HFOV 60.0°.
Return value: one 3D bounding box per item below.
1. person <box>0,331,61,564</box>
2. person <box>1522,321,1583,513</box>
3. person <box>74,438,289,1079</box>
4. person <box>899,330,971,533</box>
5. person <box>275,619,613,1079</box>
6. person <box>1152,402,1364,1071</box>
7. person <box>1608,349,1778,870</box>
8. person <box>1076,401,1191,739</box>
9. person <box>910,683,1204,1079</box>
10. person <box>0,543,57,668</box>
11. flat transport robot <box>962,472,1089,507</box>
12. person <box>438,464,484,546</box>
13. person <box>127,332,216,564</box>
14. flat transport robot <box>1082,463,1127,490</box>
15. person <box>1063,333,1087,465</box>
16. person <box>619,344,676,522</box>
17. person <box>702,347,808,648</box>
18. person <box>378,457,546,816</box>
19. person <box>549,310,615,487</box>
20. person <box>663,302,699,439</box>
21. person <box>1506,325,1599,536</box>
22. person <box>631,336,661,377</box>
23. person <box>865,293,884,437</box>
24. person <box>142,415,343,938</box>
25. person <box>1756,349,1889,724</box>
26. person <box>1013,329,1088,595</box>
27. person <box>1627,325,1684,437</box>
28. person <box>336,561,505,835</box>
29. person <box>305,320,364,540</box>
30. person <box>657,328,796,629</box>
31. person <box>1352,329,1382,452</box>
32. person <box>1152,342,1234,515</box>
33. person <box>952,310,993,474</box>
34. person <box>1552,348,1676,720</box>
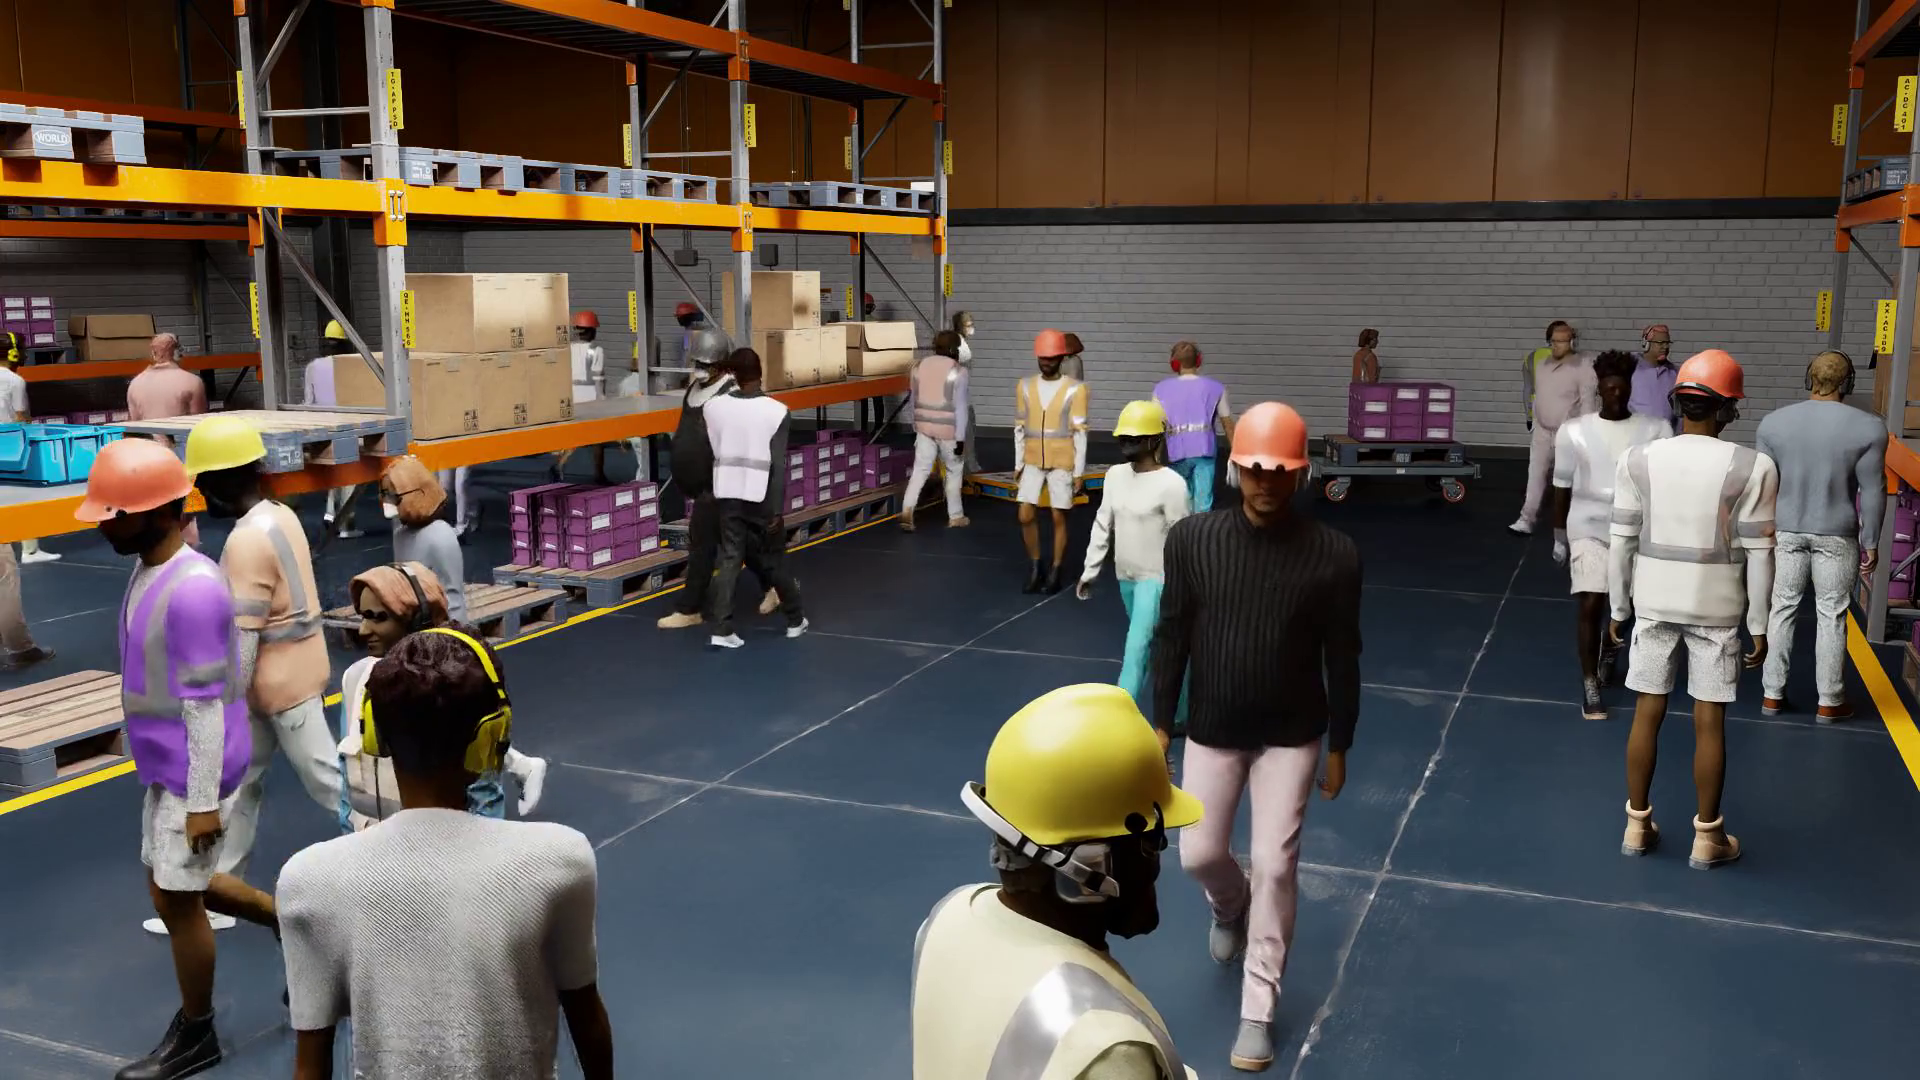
[{"bbox_3d":[-7.491,-0.719,13.164,0.553,1.855,0.455,6,11,32],"label":"person"},{"bbox_3d":[5.713,-1.176,15.965,0.627,1.847,0.429,9,13,44],"label":"person"},{"bbox_3d":[-2.157,0.635,4.817,0.654,1.903,0.545,-8,12,-38],"label":"person"},{"bbox_3d":[-0.223,-0.960,14.801,0.668,1.810,0.891,5,11,30],"label":"person"},{"bbox_3d":[-0.803,1.041,2.645,0.502,1.832,0.955,0,9,1],"label":"person"},{"bbox_3d":[0.908,0.551,5.089,0.632,1.976,0.696,3,10,17],"label":"person"},{"bbox_3d":[2.896,0.270,6.598,0.614,2.041,0.393,7,12,38],"label":"person"},{"bbox_3d":[0.827,0.199,8.006,0.898,1.725,0.531,-6,11,-34],"label":"person"},{"bbox_3d":[0.148,1.090,2.265,0.404,1.832,0.600,-4,10,-21],"label":"person"},{"bbox_3d":[-5.759,-0.154,9.480,0.615,1.956,0.990,4,10,24],"label":"person"},{"bbox_3d":[0.616,-0.523,16.763,0.652,0.197,1.431,-6,11,-32],"label":"flat transport robot"},{"bbox_3d":[-4.244,-0.835,14.183,0.538,1.744,0.688,2,10,15],"label":"person"},{"bbox_3d":[-5.976,-0.635,12.602,0.641,1.873,0.888,3,10,18],"label":"person"},{"bbox_3d":[1.343,-0.651,17.536,1.431,0.197,0.652,-6,11,-32],"label":"flat transport robot"},{"bbox_3d":[1.260,-1.485,18.520,0.323,1.621,0.501,1,9,5],"label":"person"},{"bbox_3d":[-2.837,-0.941,14.993,0.490,1.697,0.911,4,10,24],"label":"person"},{"bbox_3d":[-1.304,-0.266,10.408,0.594,1.869,0.807,2,10,12],"label":"person"},{"bbox_3d":[-2.060,0.452,6.786,0.587,1.612,0.522,-9,13,-43],"label":"person"},{"bbox_3d":[-3.934,-1.432,17.310,0.549,1.918,0.757,6,11,30],"label":"person"},{"bbox_3d":[-3.591,-2.300,22.652,0.989,1.892,0.540,-1,9,-5],"label":"person"},{"bbox_3d":[5.253,-0.953,14.588,1.016,1.851,0.670,-7,12,-38],"label":"person"},{"bbox_3d":[-4.431,-2.318,23.510,0.312,1.638,0.512,8,12,39],"label":"person"},{"bbox_3d":[-1.280,-2.394,22.890,0.608,1.995,0.377,-7,12,-37],"label":"person"},{"bbox_3d":[-2.351,0.487,5.833,0.986,1.876,0.583,-3,10,-20],"label":"person"},{"bbox_3d":[4.455,-0.018,8.661,0.635,1.937,0.354,8,12,40],"label":"person"},{"bbox_3d":[0.619,-0.539,11.872,0.579,1.919,0.527,4,10,22],"label":"person"},{"bbox_3d":[5.546,-0.780,13.413,0.645,1.901,0.400,-2,10,-10],"label":"person"},{"bbox_3d":[-1.373,0.860,4.244,0.523,1.638,0.310,5,11,29],"label":"person"},{"bbox_3d":[-5.317,-0.954,14.401,0.596,1.910,0.420,3,10,16],"label":"person"},{"bbox_3d":[-1.523,-0.448,10.959,0.935,2.000,0.702,-4,10,-25],"label":"person"},{"bbox_3d":[4.725,-1.645,19.435,0.314,1.636,0.515,-2,10,-10],"label":"person"},{"bbox_3d":[1.816,-0.621,12.810,0.689,1.780,0.990,0,9,3],"label":"person"},{"bbox_3d":[-0.102,-1.569,18.235,0.948,1.899,0.645,-1,9,-7],"label":"person"},{"bbox_3d":[3.475,-0.056,8.901,0.611,1.942,0.820,2,10,13],"label":"person"}]
